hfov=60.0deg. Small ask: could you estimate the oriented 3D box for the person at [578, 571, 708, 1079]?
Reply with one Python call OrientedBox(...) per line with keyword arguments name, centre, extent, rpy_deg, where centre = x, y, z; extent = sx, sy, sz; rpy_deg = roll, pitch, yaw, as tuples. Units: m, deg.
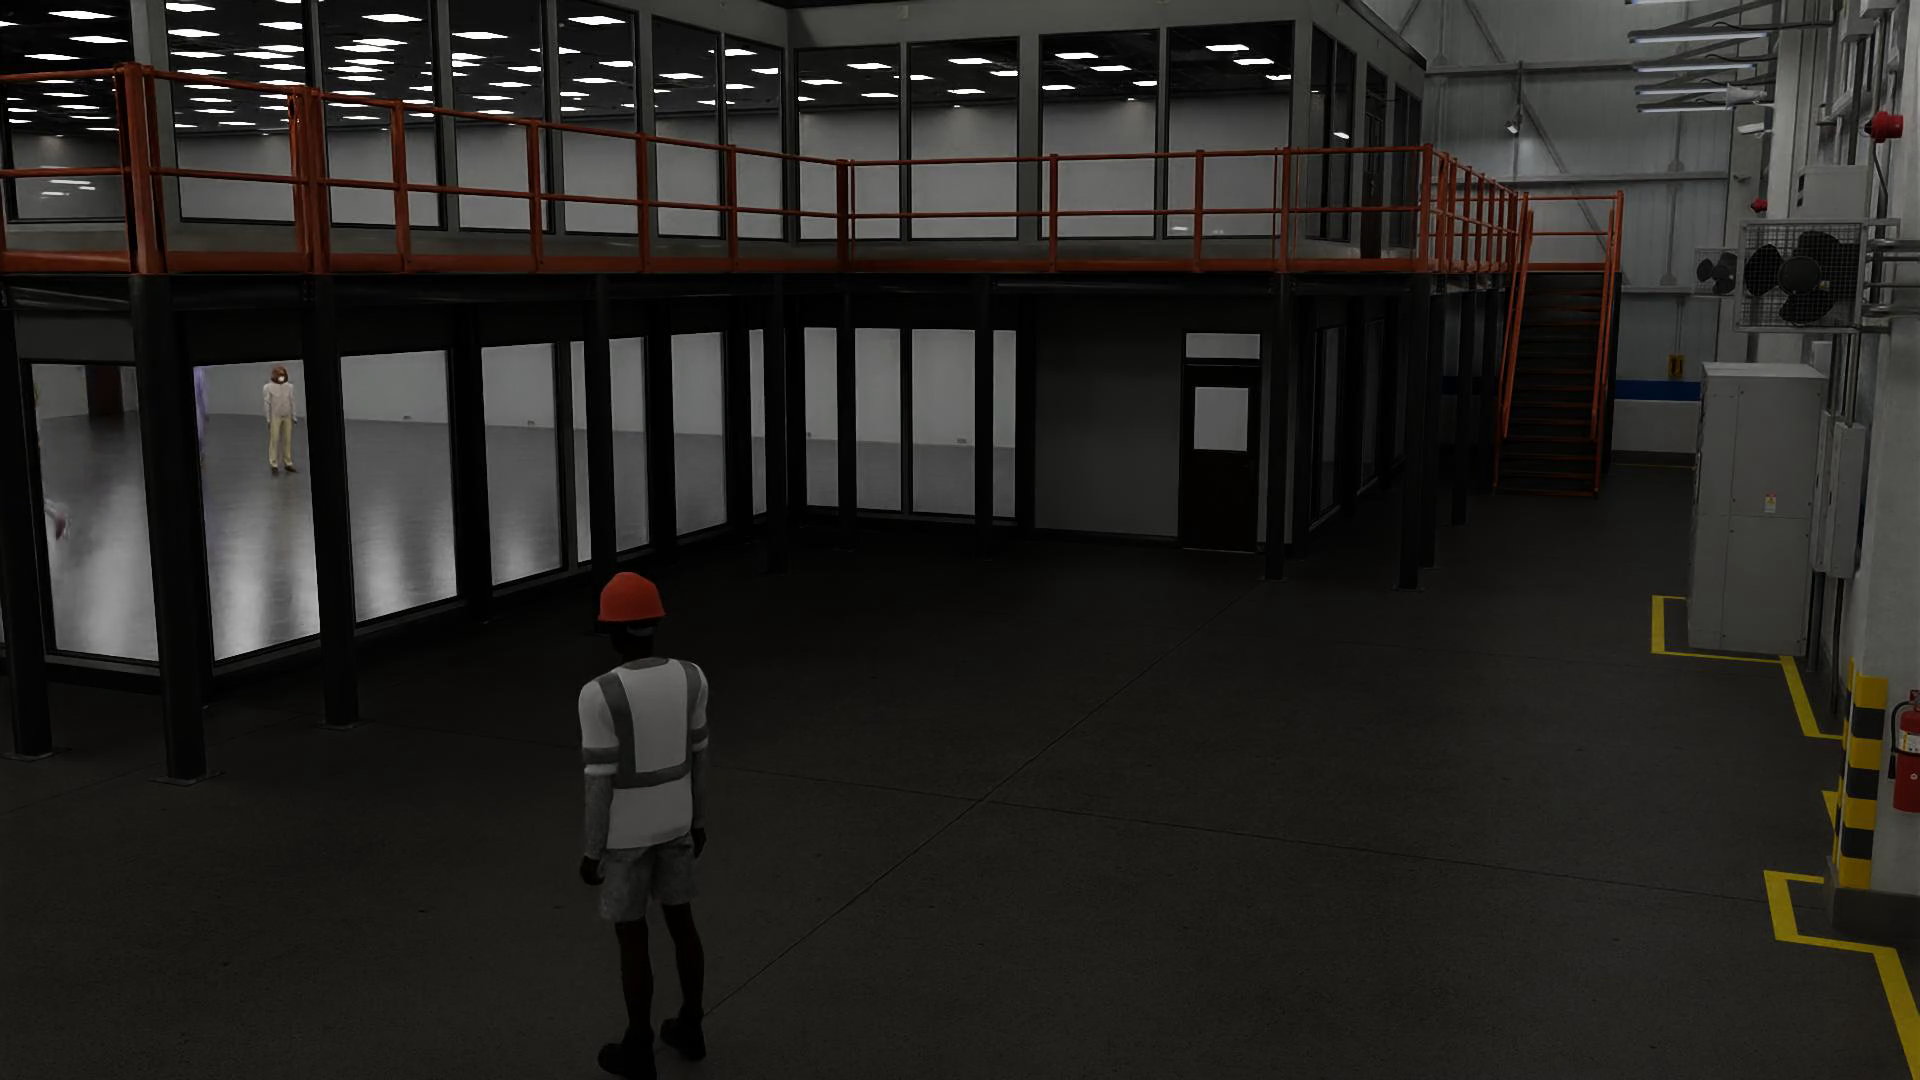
OrientedBox(name="person", centre=(-1.214, 1.078, 6.328), extent=(0.552, 1.932, 0.377), rpy_deg=(-9, 13, -44))
